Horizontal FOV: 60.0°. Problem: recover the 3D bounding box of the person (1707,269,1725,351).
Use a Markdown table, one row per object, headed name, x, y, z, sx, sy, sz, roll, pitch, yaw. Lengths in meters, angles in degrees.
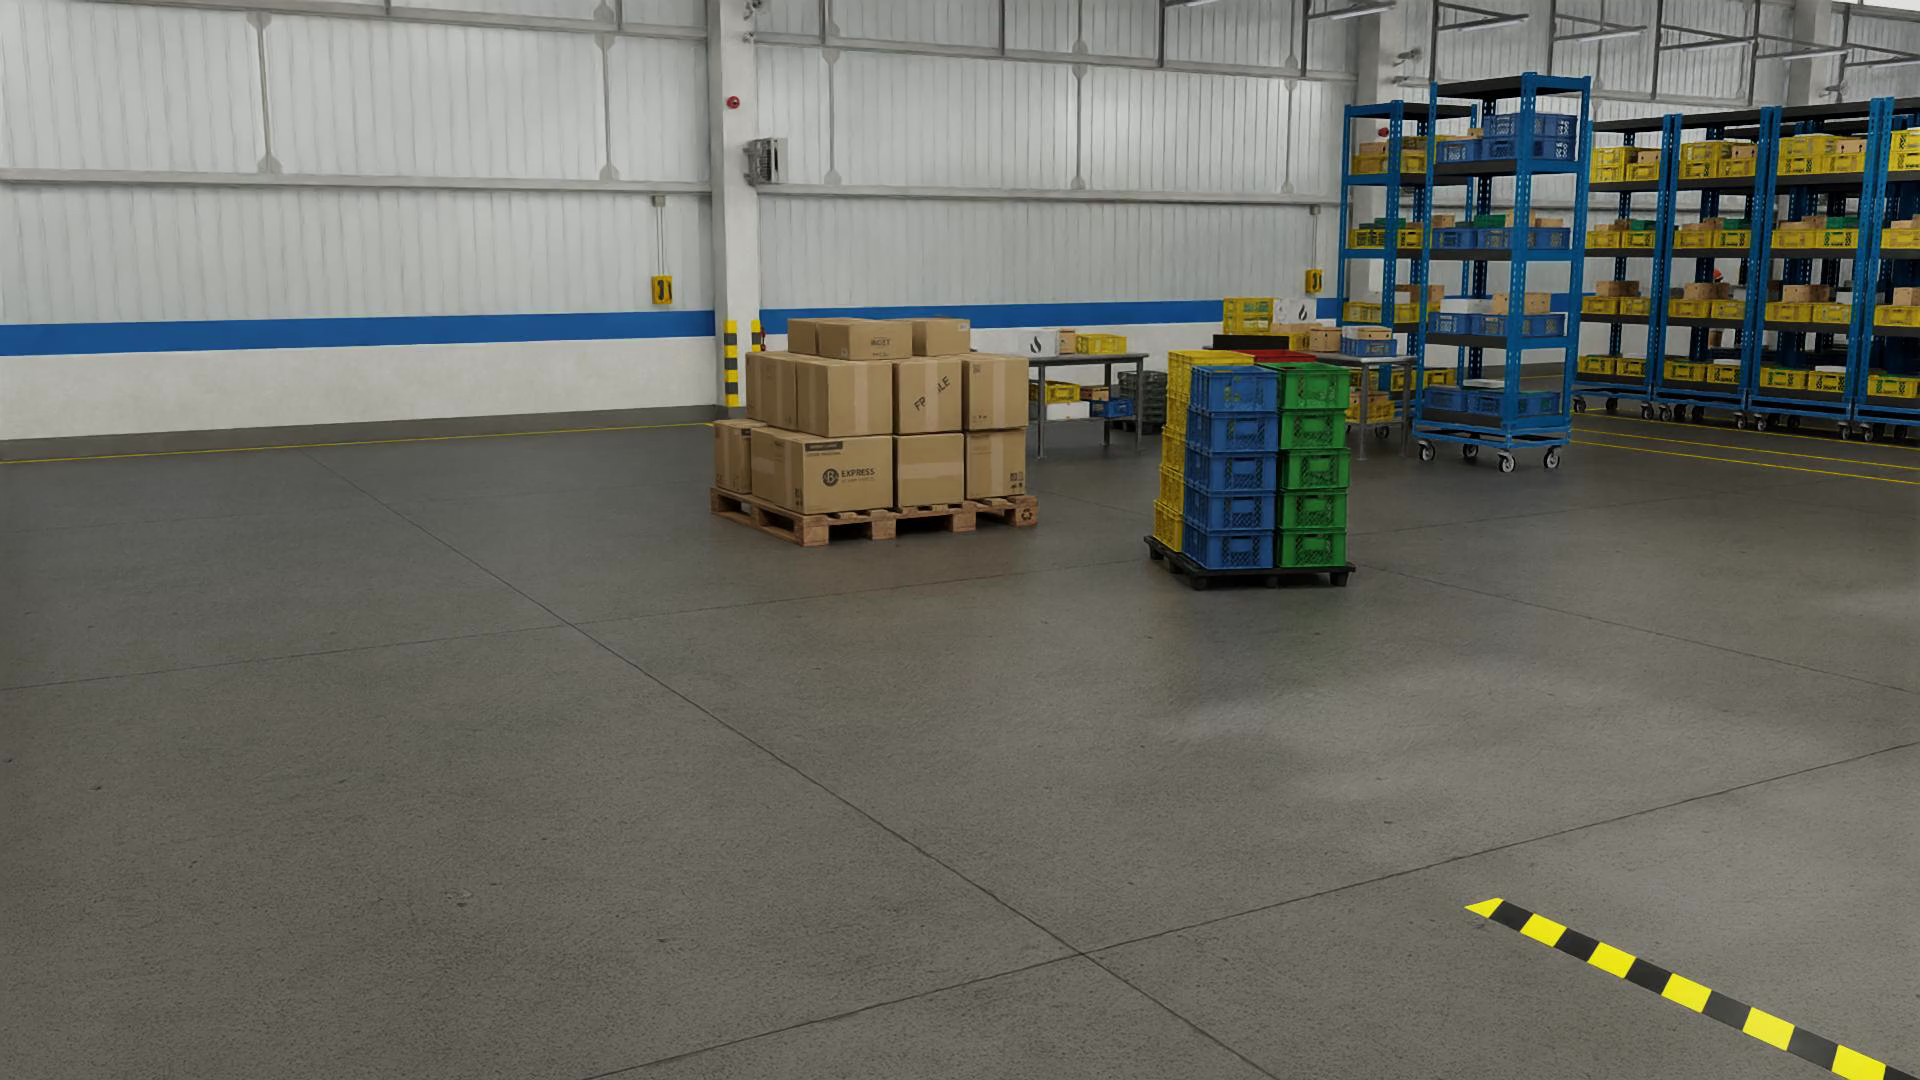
| name | x | y | z | sx | sy | sz | roll | pitch | yaw |
| --- | --- | --- | --- | --- | --- | --- | --- | --- | --- |
| person | 11.318 | -3.209 | 25.074 | 0.562 | 1.743 | 0.358 | -9 | 13 | -40 |
